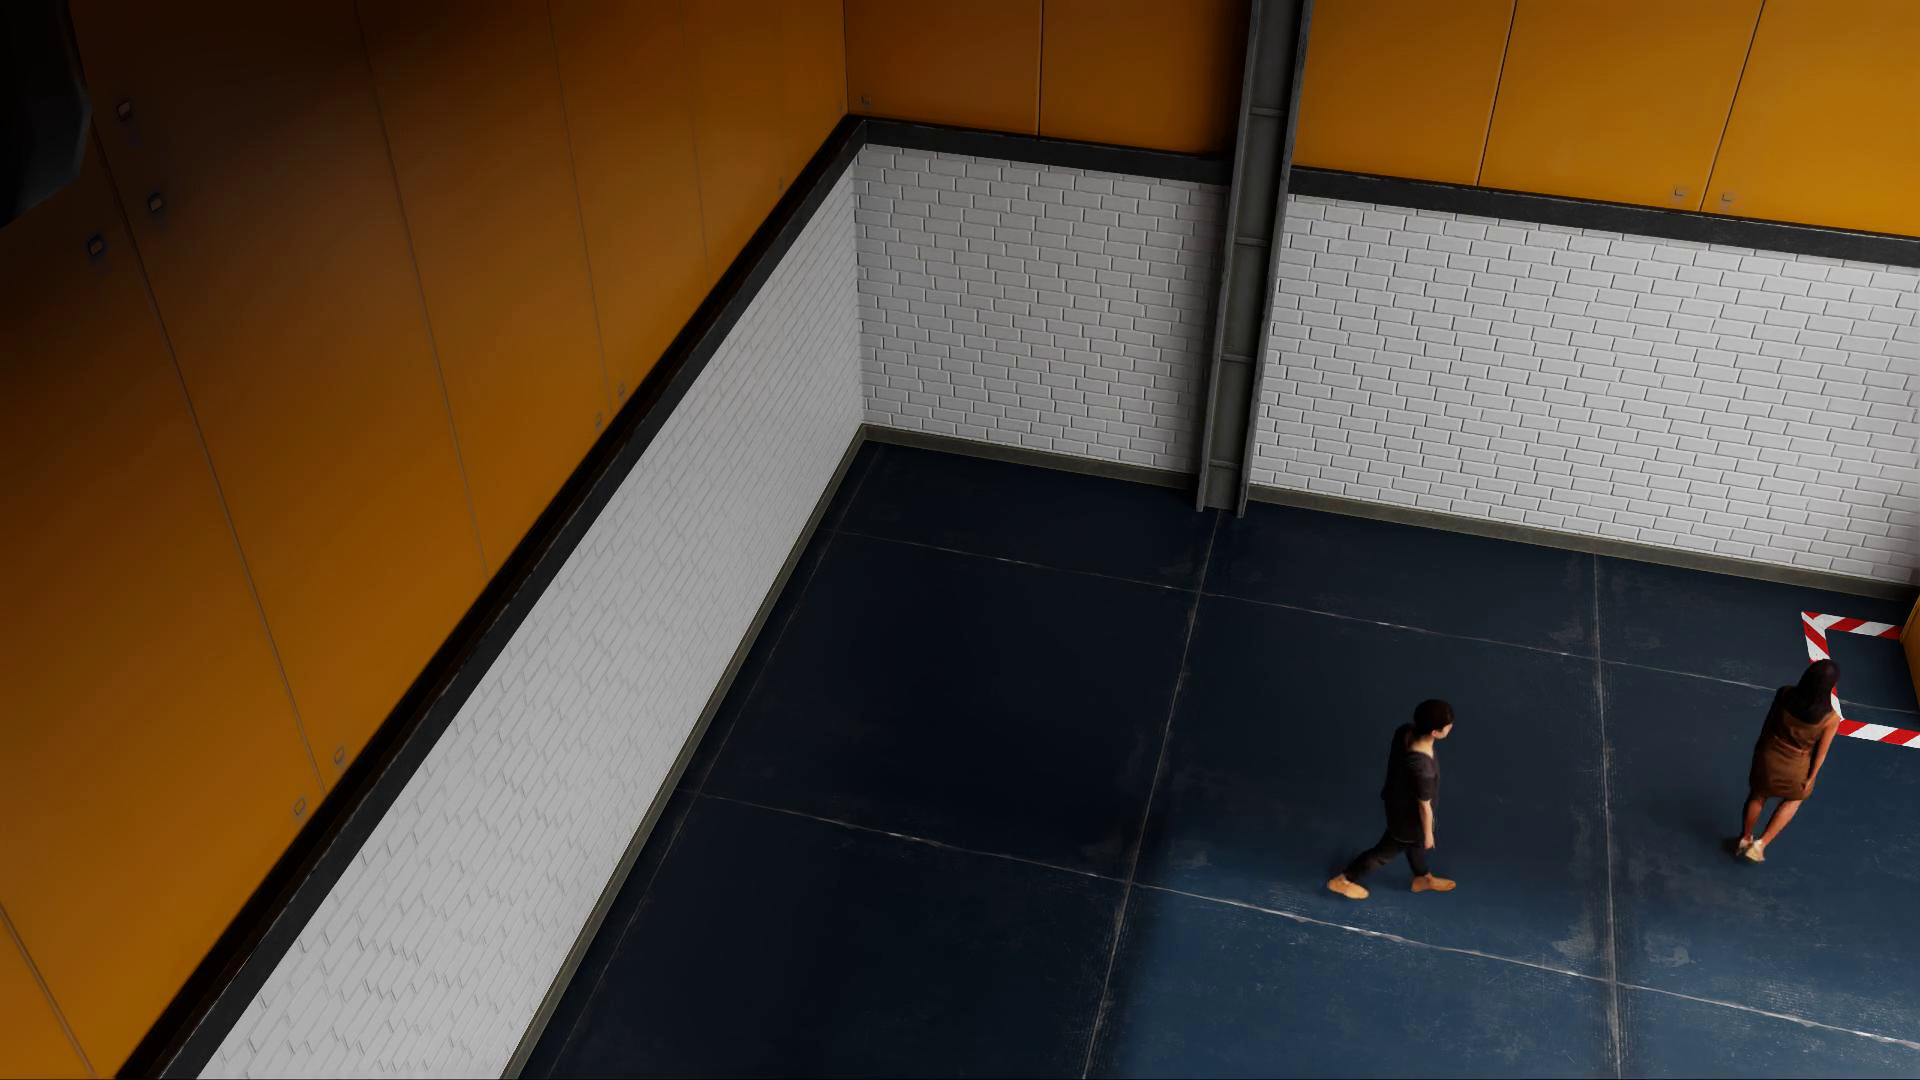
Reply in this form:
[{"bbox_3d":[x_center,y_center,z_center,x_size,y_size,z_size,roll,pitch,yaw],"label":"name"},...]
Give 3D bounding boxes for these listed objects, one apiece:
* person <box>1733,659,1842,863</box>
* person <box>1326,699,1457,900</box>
[{"bbox_3d":[5.116,1.428,10.401,0.766,1.680,0.711,-32,48,-33],"label":"person"},{"bbox_3d":[2.654,1.633,10.146,1.120,1.678,0.768,2,39,2],"label":"person"}]
